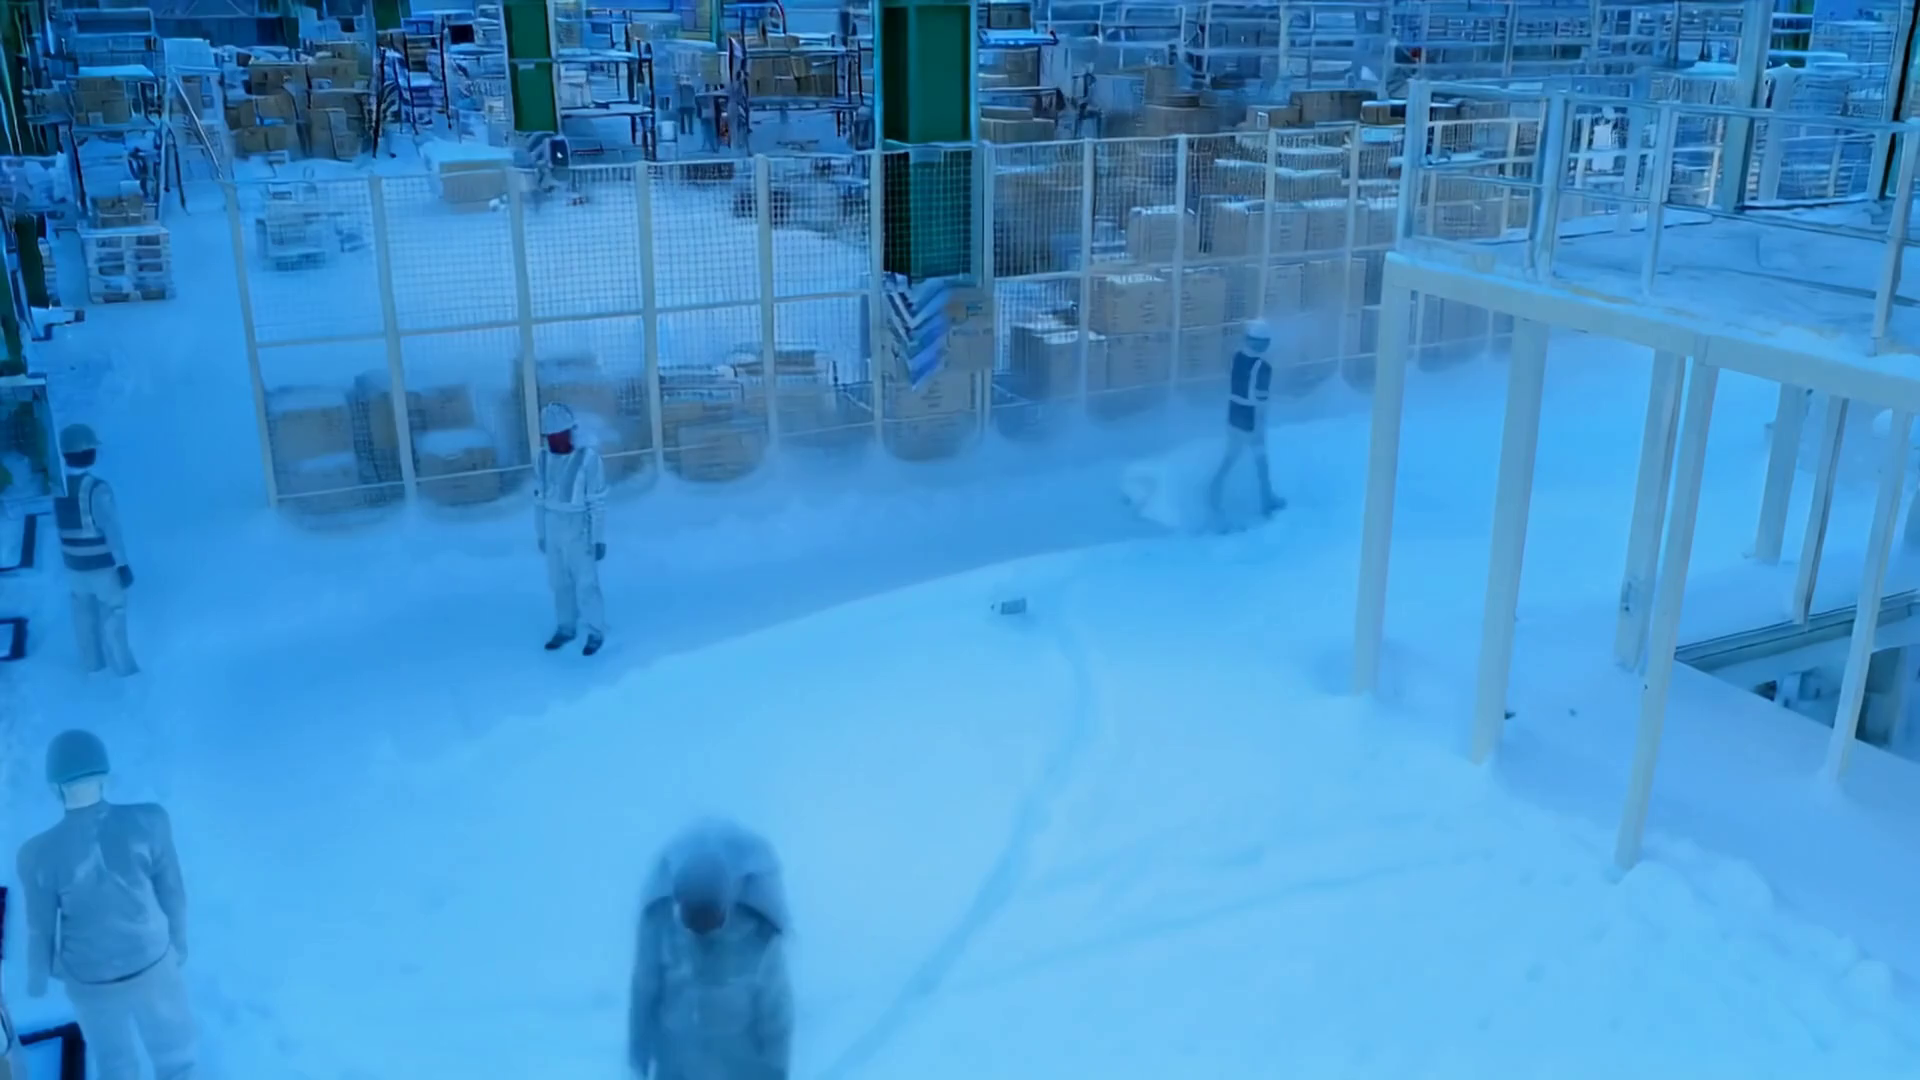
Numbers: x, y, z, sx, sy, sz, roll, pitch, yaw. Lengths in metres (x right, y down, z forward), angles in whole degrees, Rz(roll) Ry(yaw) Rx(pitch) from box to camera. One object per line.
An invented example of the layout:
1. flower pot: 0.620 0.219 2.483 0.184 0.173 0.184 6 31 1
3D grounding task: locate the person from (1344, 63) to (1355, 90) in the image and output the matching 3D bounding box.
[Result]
1. person: 12.779 -14.708 54.749 0.436 1.917 0.594 7 20 20

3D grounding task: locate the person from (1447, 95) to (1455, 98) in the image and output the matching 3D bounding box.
1. person: 12.825 -10.771 43.601 0.525 1.748 0.403 -5 20 -13

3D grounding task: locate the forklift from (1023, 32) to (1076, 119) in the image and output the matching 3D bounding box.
1. forklift: 3.163 -15.711 56.215 1.873 2.768 1.129 -9 21 -25

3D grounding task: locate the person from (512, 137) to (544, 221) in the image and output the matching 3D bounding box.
1. person: -8.825 -7.349 33.810 0.547 1.639 0.916 7 20 18

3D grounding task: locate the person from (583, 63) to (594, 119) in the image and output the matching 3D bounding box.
1. person: -12.586 -15.199 56.313 0.340 1.839 0.501 -3 19 -9

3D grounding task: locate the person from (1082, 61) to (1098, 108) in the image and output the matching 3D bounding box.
1. person: 4.357 -14.907 55.301 0.719 1.942 0.620 -7 20 -19

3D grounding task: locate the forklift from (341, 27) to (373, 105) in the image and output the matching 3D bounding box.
1. forklift: -22.275 -17.346 60.954 1.873 2.768 1.129 -9 21 -25

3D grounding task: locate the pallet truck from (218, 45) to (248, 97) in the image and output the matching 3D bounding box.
1. pallet truck: -28.879 -18.665 66.111 0.823 1.965 1.885 -3 19 -9

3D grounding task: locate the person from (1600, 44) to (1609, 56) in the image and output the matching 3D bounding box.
1. person: 28.496 -21.047 73.480 0.553 1.680 0.368 1 19 2

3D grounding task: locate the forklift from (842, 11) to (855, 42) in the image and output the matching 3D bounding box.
1. forklift: -5.575 -25.067 83.336 1.873 2.768 1.129 -9 21 -25

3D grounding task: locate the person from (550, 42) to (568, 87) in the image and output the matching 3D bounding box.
1. person: -17.283 -20.256 70.875 0.990 1.889 0.660 -15 24 -37

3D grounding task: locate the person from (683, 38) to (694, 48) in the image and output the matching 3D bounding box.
1. person: -12.203 -21.740 75.201 0.621 1.881 0.478 -5 20 -13

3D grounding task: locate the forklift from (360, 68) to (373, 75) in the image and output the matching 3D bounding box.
1. forklift: -22.652 -18.794 65.152 1.873 2.768 1.129 -8 20 -21

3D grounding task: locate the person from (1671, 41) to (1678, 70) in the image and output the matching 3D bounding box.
1. person: 33.726 -22.776 78.575 0.375 1.622 0.544 -7 20 -19

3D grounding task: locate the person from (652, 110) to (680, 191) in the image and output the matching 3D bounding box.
1. person: -6.742 -8.957 38.254 0.632 1.812 0.861 -8 21 -22

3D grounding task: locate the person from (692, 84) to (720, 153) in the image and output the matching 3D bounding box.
1. person: -7.045 -11.638 45.944 0.725 1.851 0.998 -14 23 -35

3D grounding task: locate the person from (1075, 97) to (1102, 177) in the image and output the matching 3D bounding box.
1. person: 3.144 -9.819 40.576 0.653 1.920 0.671 1 19 2

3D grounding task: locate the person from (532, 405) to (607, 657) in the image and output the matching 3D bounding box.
1. person: -2.895 -0.066 12.304 0.594 1.922 0.375 7 20 19

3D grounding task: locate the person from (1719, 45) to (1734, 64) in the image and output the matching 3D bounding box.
1. person: 31.338 -19.261 67.992 0.648 1.908 0.878 -7 20 -21

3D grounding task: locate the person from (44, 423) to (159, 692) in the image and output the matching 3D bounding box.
1. person: -6.081 0.131 11.699 0.605 1.948 0.389 8 20 21

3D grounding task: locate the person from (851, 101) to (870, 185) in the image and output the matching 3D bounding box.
1. person: -2.360 -9.357 39.240 0.375 1.935 0.629 10 21 26

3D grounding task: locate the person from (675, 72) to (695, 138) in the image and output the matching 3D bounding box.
1. person: -8.268 -13.083 50.035 0.587 1.928 0.363 3 19 9

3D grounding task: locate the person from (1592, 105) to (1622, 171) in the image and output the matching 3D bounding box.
1. person: 14.540 -8.859 37.618 0.535 2.000 0.679 -11 22 -30

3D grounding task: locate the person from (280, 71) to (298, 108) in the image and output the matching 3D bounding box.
1. person: -20.267 -13.148 50.211 0.377 1.932 0.551 14 23 35

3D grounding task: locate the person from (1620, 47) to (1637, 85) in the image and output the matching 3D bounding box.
1. person: 27.401 -19.331 68.272 0.627 1.846 0.429 1 19 2

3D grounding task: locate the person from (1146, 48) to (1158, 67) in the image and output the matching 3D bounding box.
1. person: 7.638 -18.677 66.362 0.553 1.854 0.423 -6 20 -16

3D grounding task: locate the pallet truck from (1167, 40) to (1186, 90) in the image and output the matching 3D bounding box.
1. pallet truck: 9.045 -19.971 69.895 0.823 1.965 1.885 -3 19 -8

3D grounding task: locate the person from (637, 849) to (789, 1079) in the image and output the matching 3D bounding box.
1. person: -0.969 2.027 6.394 0.646 1.815 0.614 5 20 14

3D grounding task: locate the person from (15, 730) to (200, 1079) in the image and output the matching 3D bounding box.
1. person: -3.566 1.726 7.005 0.396 1.992 0.623 18 26 42

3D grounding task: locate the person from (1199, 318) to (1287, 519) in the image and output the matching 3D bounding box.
1. person: 2.650 -1.119 15.413 0.958 1.898 0.544 -13 23 -32

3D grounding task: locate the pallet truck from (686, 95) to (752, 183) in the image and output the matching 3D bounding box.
1. pallet truck: -5.836 -9.608 39.856 0.823 1.965 1.885 10 22 27
